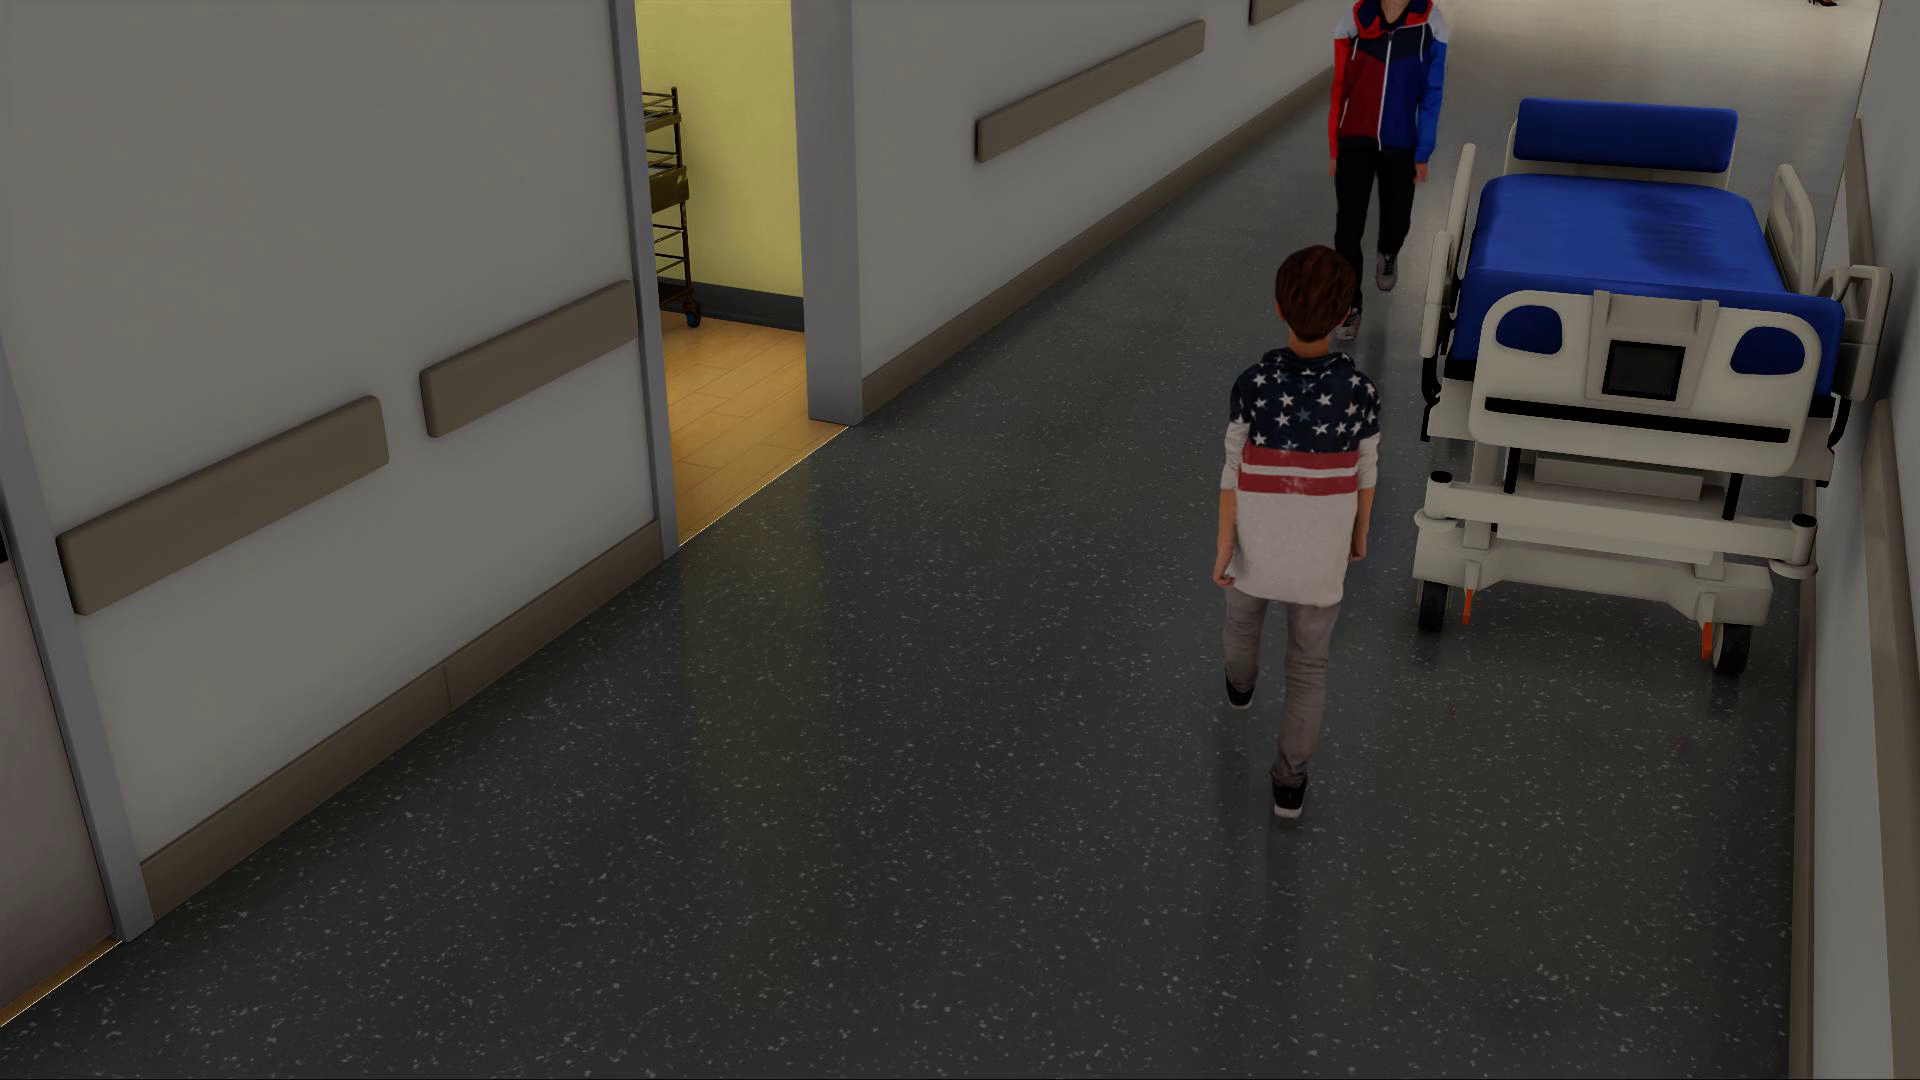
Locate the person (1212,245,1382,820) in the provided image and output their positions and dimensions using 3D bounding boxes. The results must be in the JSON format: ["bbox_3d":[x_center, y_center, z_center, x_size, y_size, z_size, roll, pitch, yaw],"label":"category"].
[{"bbox_3d":[0.816,0.020,4.078,0.927,1.402,0.752,4,26,8],"label":"person"}]

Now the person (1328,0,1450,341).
[{"bbox_3d":[1.888,-1.803,7.475,0.976,1.736,0.801,7,27,14],"label":"person"}]
